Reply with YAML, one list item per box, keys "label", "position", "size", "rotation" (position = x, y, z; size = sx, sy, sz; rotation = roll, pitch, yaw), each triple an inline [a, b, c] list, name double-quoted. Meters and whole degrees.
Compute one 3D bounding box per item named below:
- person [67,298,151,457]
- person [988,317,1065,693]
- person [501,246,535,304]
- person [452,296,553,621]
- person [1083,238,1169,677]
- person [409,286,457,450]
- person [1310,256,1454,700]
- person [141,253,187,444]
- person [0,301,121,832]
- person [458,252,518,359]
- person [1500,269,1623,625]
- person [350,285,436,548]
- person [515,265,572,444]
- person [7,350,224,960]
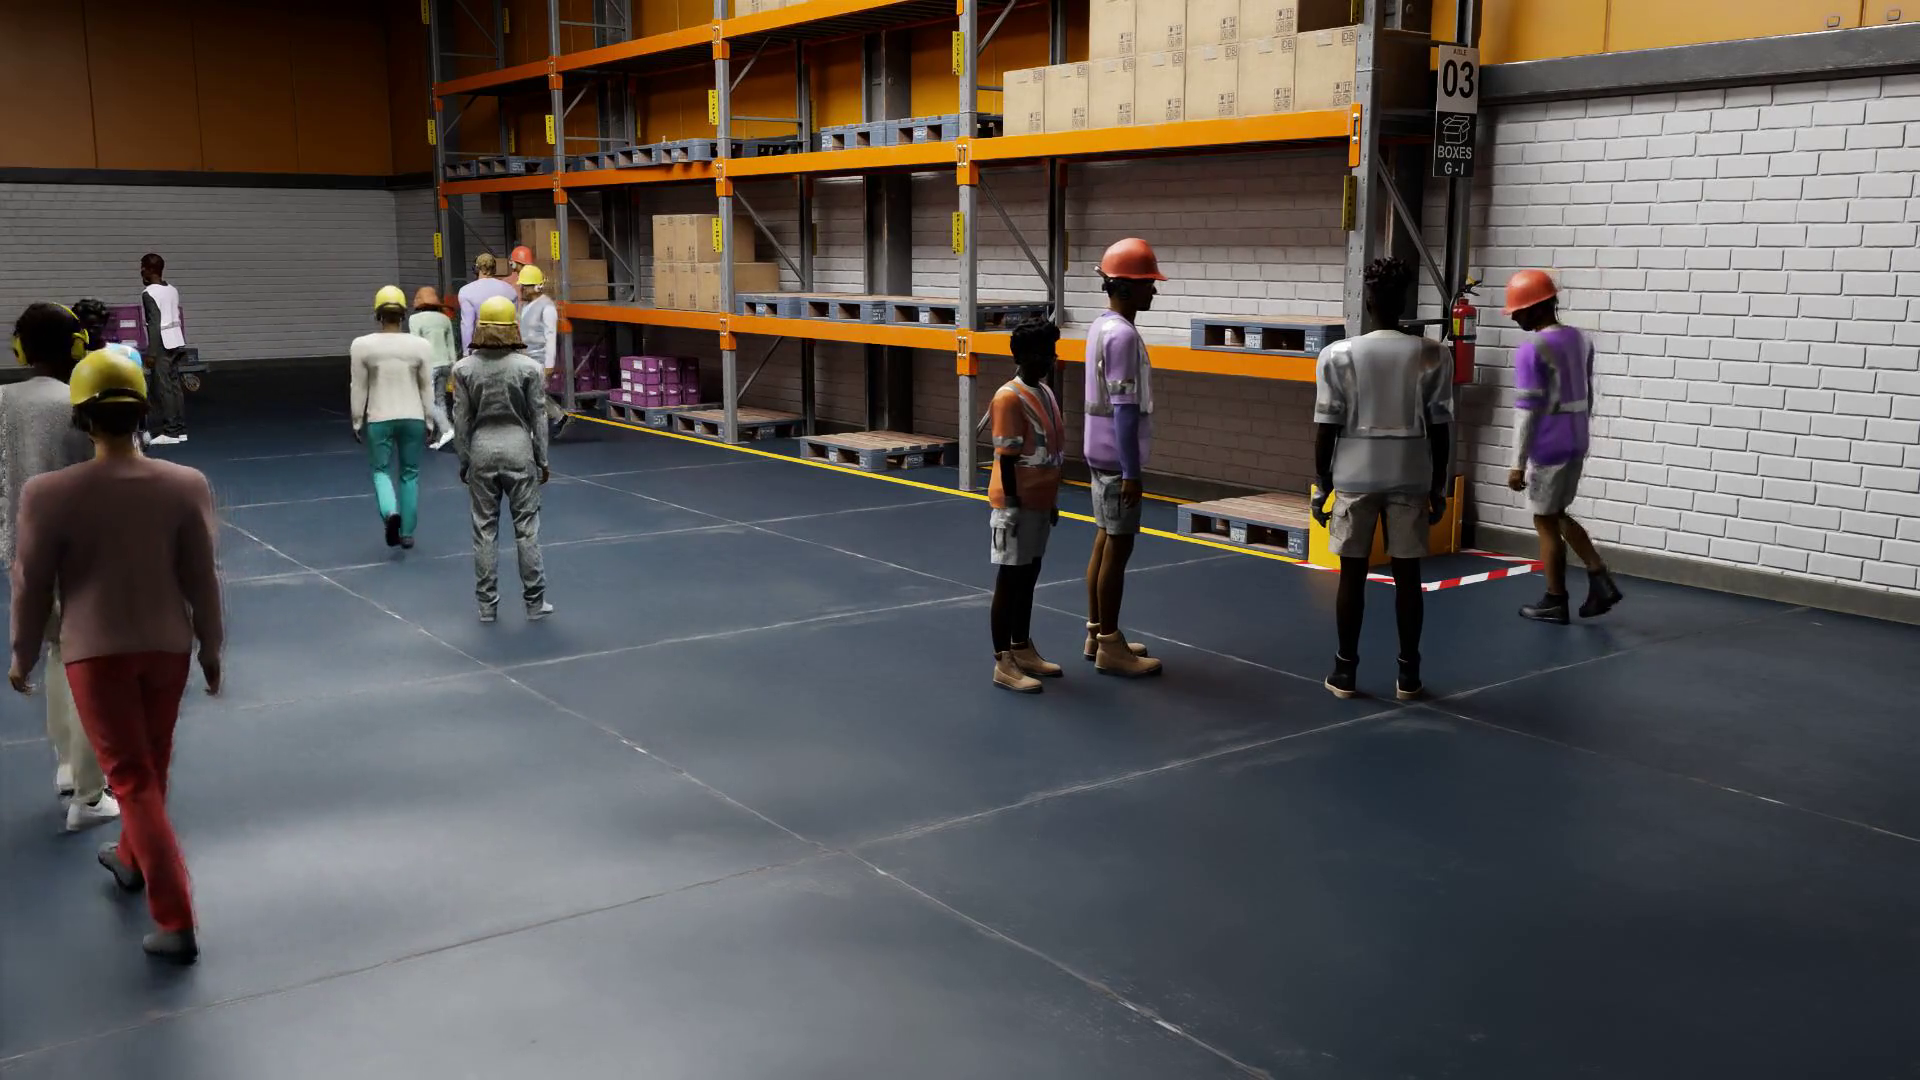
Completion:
- label: "person"
  position: [-5.381, -0.668, 10.425]
  size: [0.547, 1.684, 0.361]
  rotation: [-3, 11, -16]
- label: "person"
  position: [0.306, -0.166, 7.589]
  size: [0.321, 1.693, 0.530]
  rotation: [4, 11, 23]
- label: "person"
  position: [-4.917, -2.292, 18.682]
  size: [0.393, 1.985, 0.611]
  rotation: [4, 11, 23]
- label: "person"
  position: [-2.455, -0.433, 8.947]
  size: [0.492, 1.742, 0.320]
  rotation: [-1, 10, -6]
- label: "person"
  position: [0.778, -0.386, 7.845]
  size: [0.376, 2.041, 0.615]
  rotation: [-1, 10, -5]
- label: "person"
  position: [-5.085, -1.663, 16.211]
  size: [0.522, 1.605, 0.525]
  rotation: [6, 12, 31]
- label: "person"
  position: [1.861, -0.263, 7.369]
  size: [0.603, 1.966, 0.367]
  rotation: [1, 10, 7]
- label: "person"
  position: [-8.078, -1.933, 16.858]
  size: [0.378, 1.917, 0.598]
  rotation: [-1, 10, -4]
- label: "person"
  position: [-3.178, 0.084, 5.838]
  size: [0.522, 1.823, 0.607]
  rotation: [0, 10, -1]
- label: "person"
  position: [-4.670, -1.881, 16.511]
  size: [0.374, 1.939, 0.629]
  rotation: [10, 14, 44]
- label: "person"
  position: [3.130, -0.467, 8.726]
  size: [0.589, 1.892, 0.587]
  rotation: [-8, 13, -37]
- label: "person"
  position: [-3.693, -0.784, 10.881]
  size: [0.537, 1.749, 0.535]
  rotation: [-4, 11, -22]
- label: "person"
  position: [-4.146, -1.813, 16.497]
  size: [0.568, 1.809, 0.604]
  rotation: [-8, 13, -39]
- label: "person"
  position: [-2.447, 0.312, 4.849]
  size: [0.912, 1.719, 0.526]
  rotation: [8, 13, 38]
